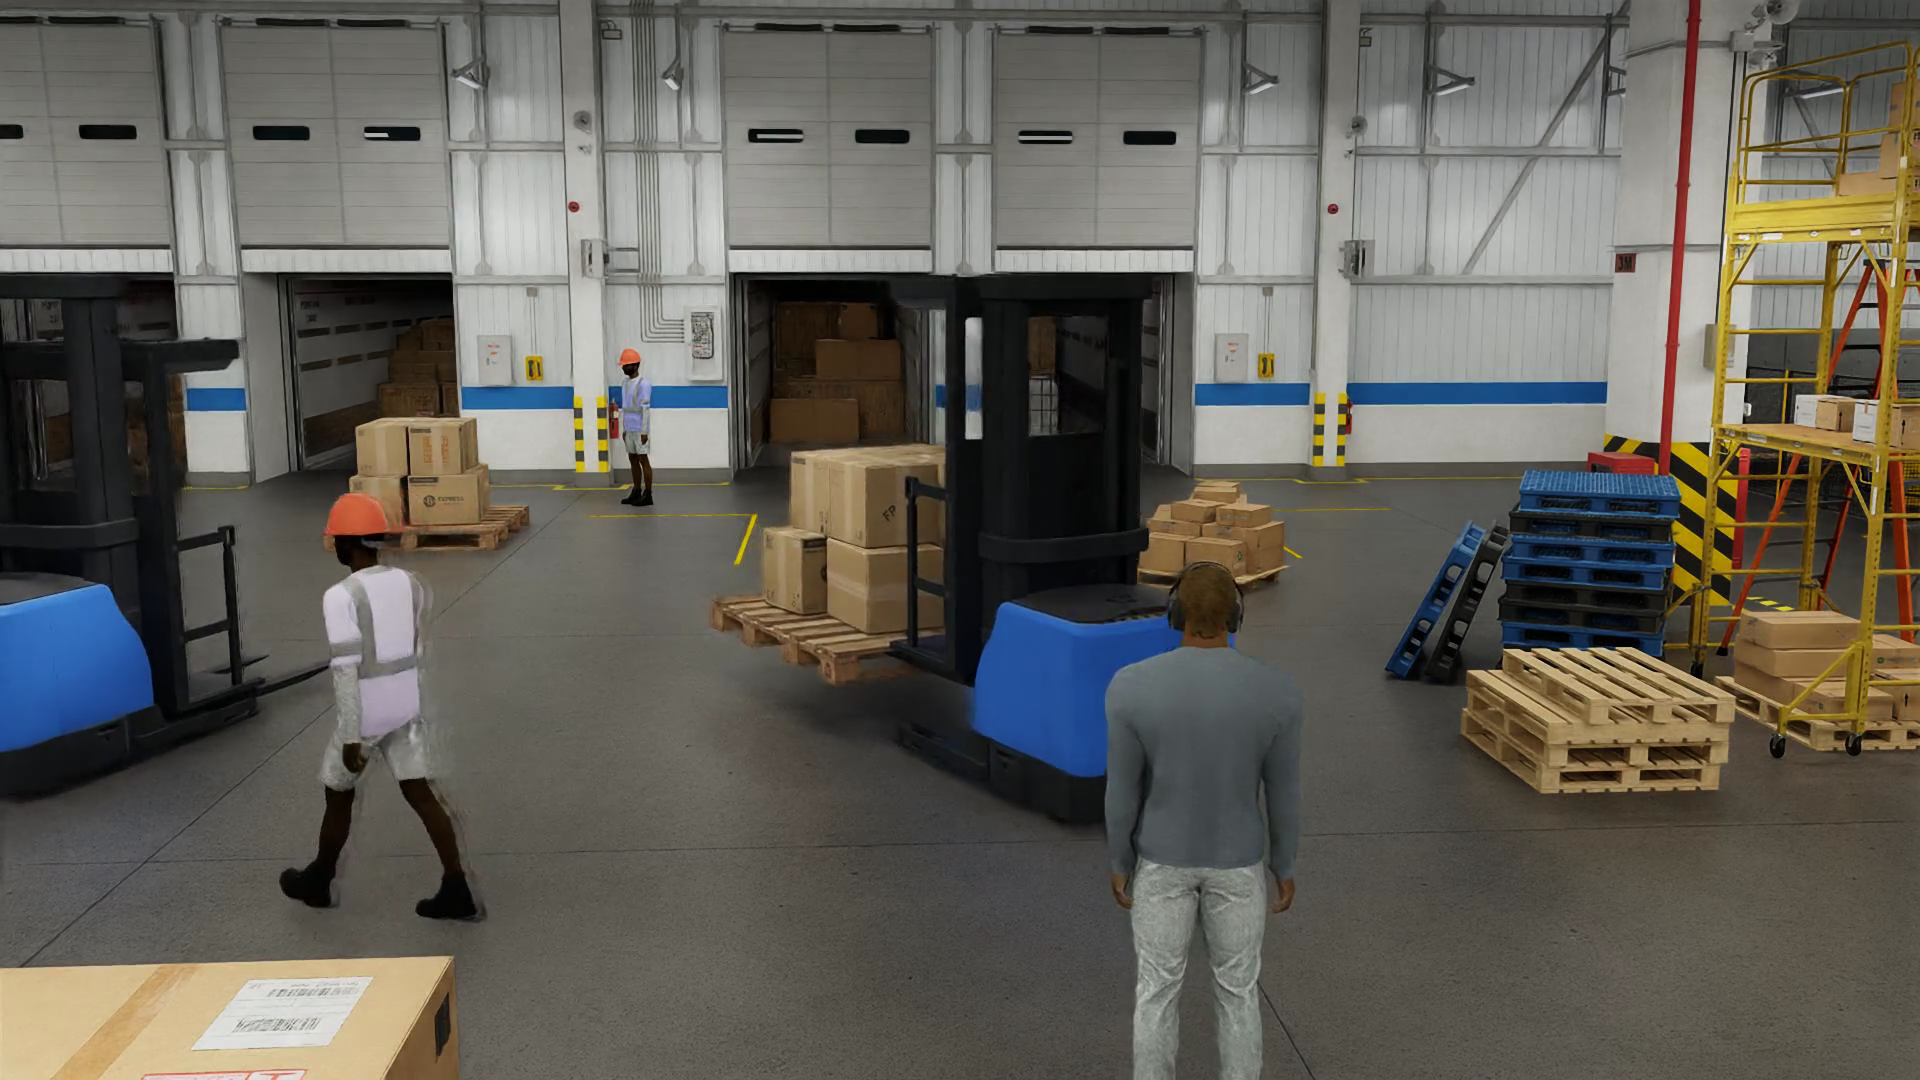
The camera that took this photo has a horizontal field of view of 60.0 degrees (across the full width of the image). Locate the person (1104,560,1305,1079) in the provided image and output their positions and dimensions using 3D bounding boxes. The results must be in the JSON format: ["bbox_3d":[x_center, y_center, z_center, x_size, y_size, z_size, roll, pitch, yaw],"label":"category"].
[{"bbox_3d":[0.770,1.024,5.291,0.629,1.932,0.360,1,9,5],"label":"person"}]

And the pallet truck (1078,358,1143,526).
[{"bbox_3d":[2.088,-0.836,16.757,1.885,1.965,0.823,2,9,13],"label":"pallet truck"}]

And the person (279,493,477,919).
[{"bbox_3d":[-2.565,0.732,7.283,1.014,1.882,0.567,4,10,25],"label":"person"}]

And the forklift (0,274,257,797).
[{"bbox_3d":[-5.235,-0.130,9.565,1.129,2.768,1.873,3,9,16],"label":"forklift"}]

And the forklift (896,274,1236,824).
[{"bbox_3d":[0.577,-0.062,9.138,1.129,2.768,1.873,-5,10,-30],"label":"forklift"}]

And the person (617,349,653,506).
[{"bbox_3d":[-3.989,-1.375,20.365,0.389,1.930,0.544,-8,12,-41],"label":"person"}]
